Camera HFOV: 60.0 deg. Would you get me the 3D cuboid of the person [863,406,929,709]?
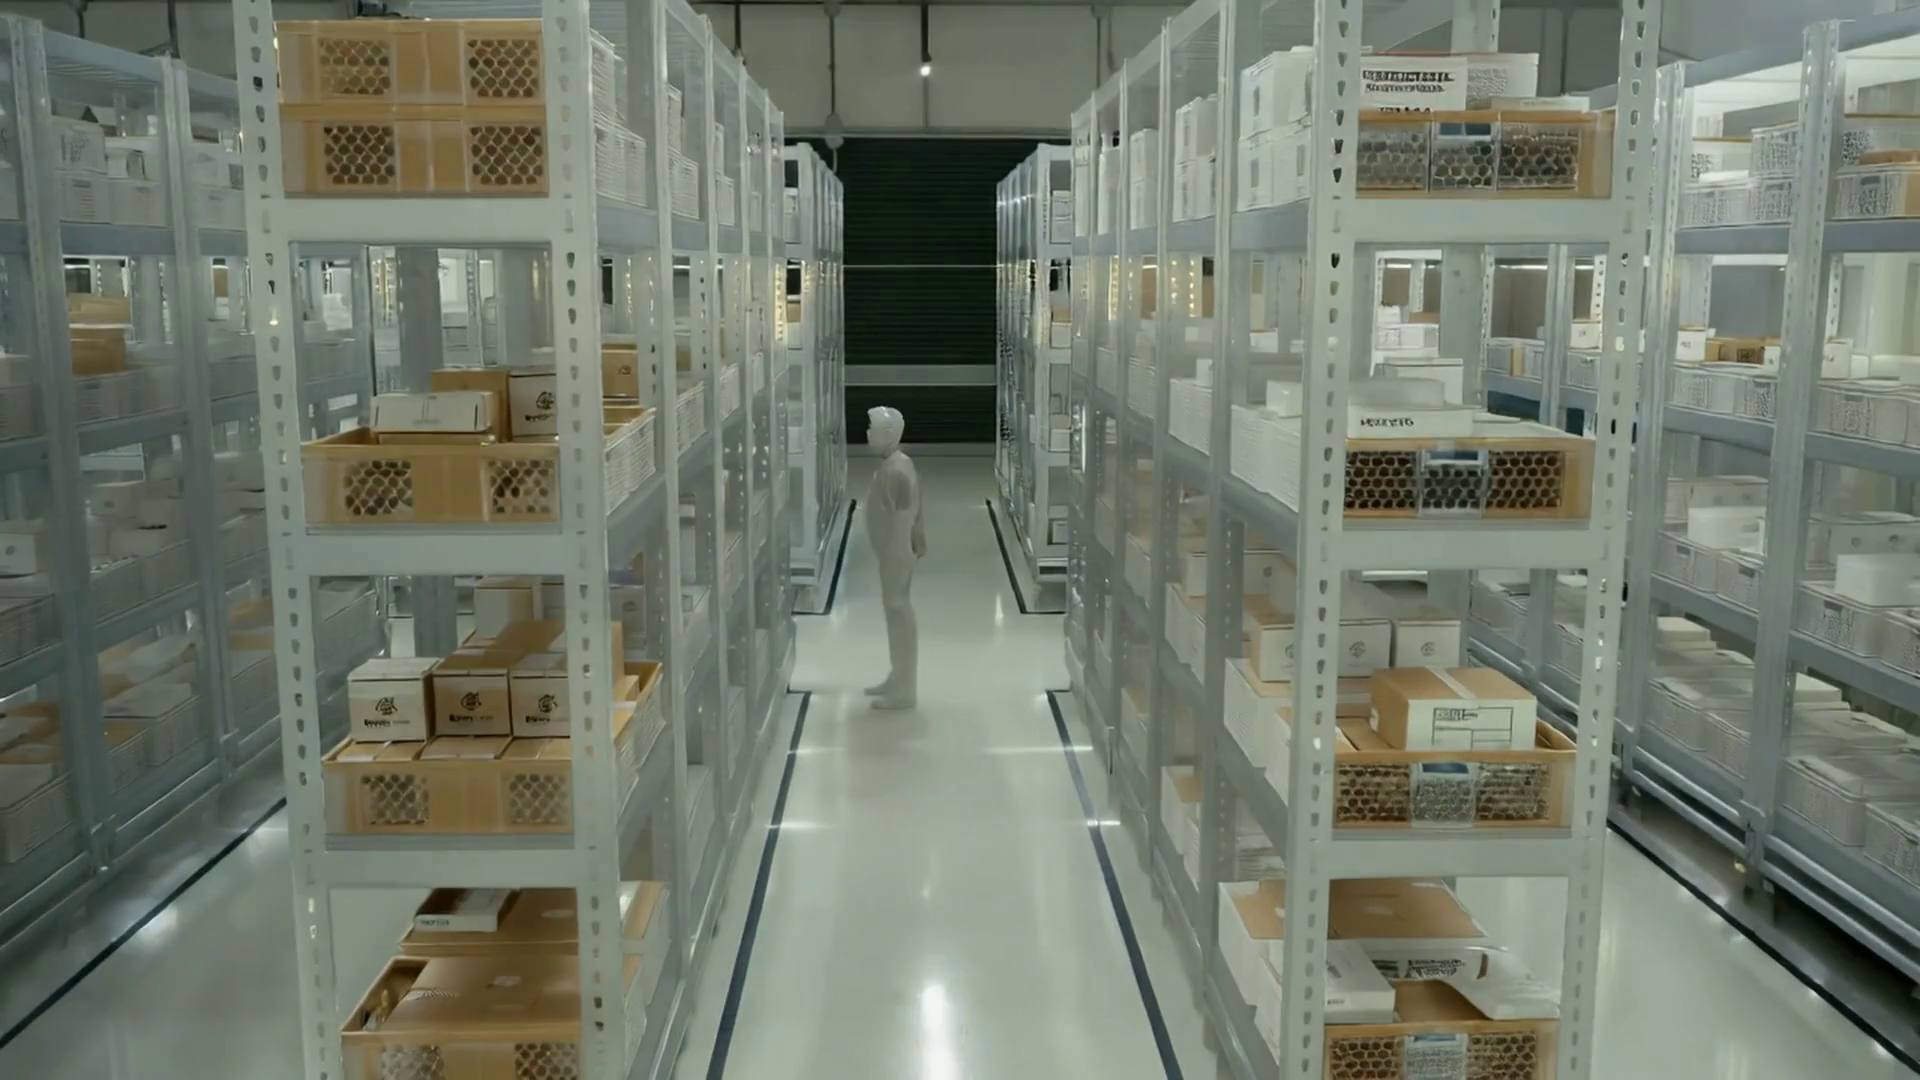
[{"bbox_3d":[-0.392,0.103,10.157,0.394,1.846,0.564,-1,9,-8],"label":"person"}]
